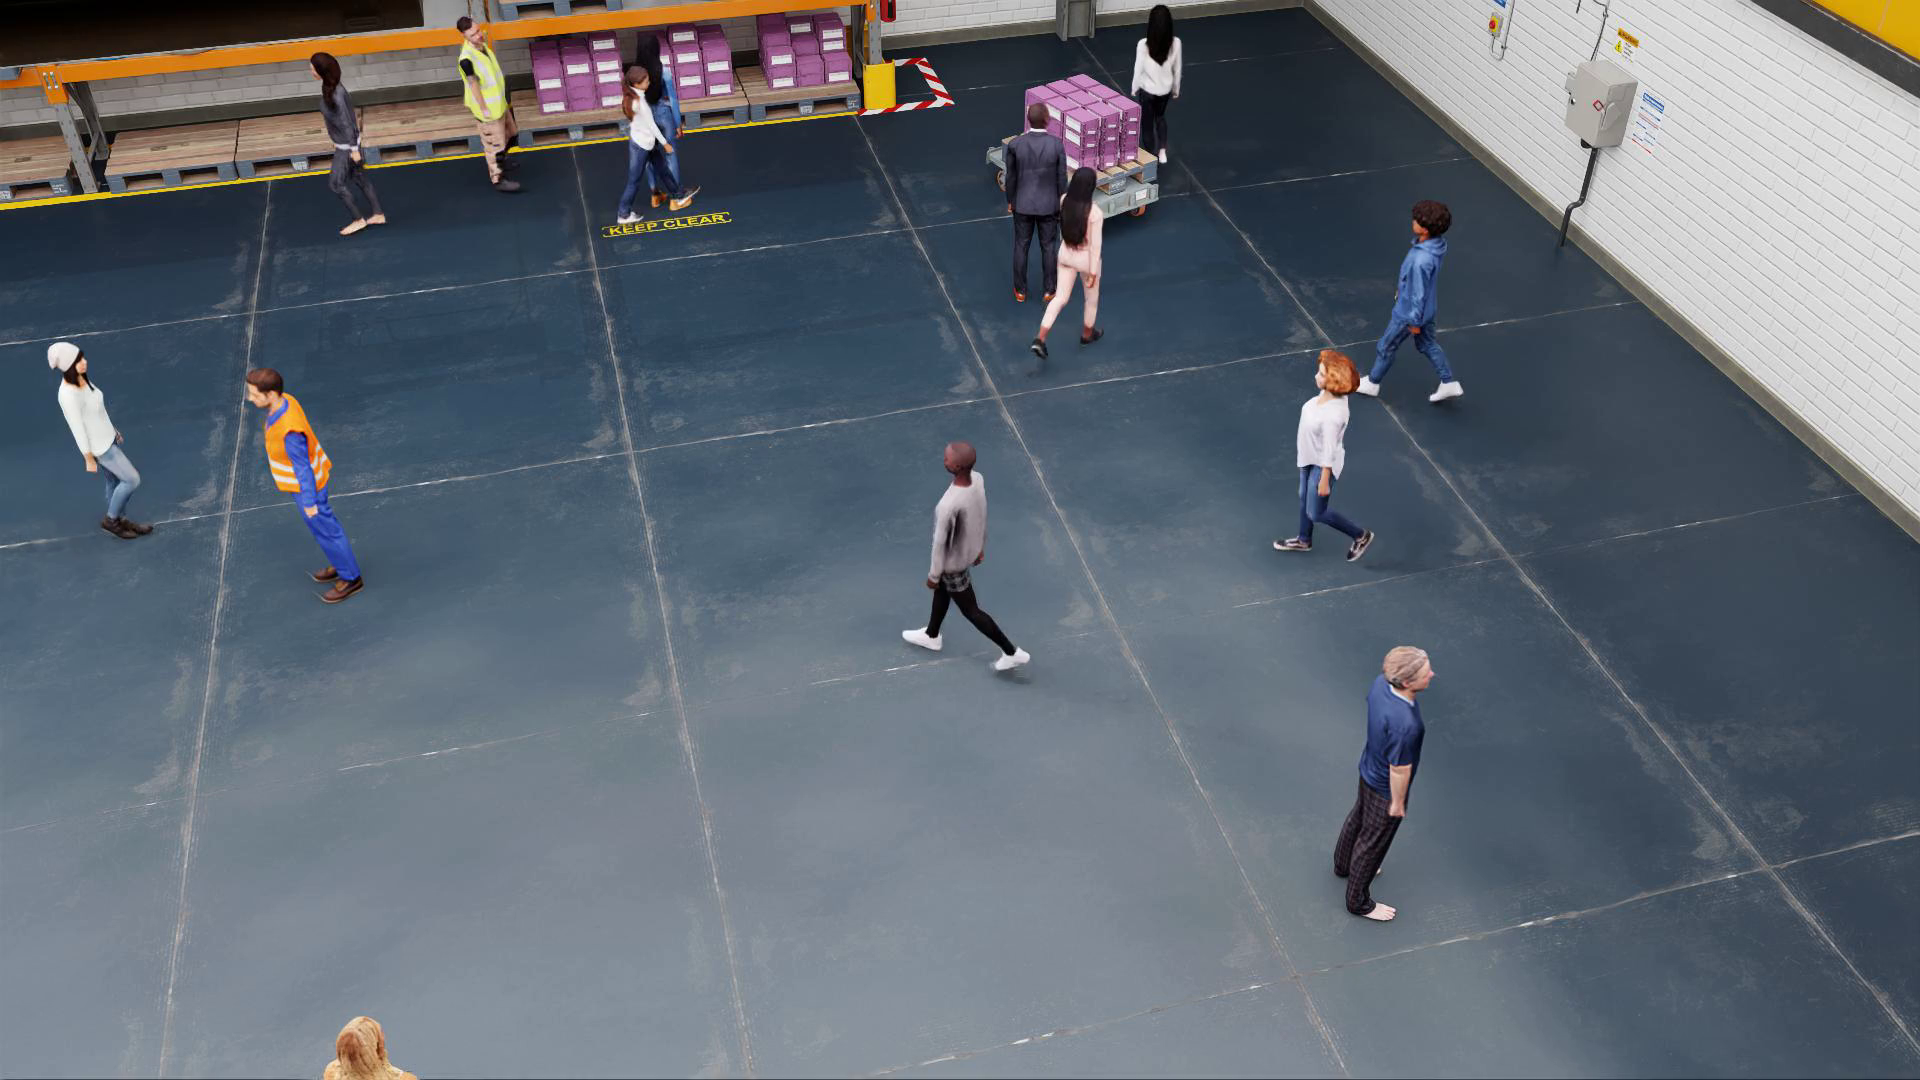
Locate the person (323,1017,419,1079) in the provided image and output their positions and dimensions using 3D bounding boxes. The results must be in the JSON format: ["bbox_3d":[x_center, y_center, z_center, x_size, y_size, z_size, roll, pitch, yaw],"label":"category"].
[{"bbox_3d":[-2.534,2.782,7.285,1.061,1.778,1.048,12,40,14],"label":"person"}]

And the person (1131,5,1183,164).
[{"bbox_3d":[1.947,-4.379,16.321,0.520,1.692,0.676,-12,40,-14],"label":"person"}]

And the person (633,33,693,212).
[{"bbox_3d":[-2.866,-3.968,15.791,0.669,1.712,0.750,16,41,19],"label":"person"}]

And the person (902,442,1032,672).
[{"bbox_3d":[0.074,0.153,10.609,1.222,1.739,1.095,15,41,18],"label":"person"}]

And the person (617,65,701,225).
[{"bbox_3d":[-3.051,-3.649,15.553,1.106,1.509,0.631,-18,42,-21],"label":"person"}]

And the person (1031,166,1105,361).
[{"bbox_3d":[0.905,-2.233,13.630,1.014,1.696,1.187,29,47,31],"label":"person"}]

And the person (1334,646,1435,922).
[{"bbox_3d":[2.313,1.296,9.071,0.638,1.871,0.712,0,39,0],"label":"person"}]

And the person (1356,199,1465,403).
[{"bbox_3d":[3.667,-1.823,13.048,1.235,1.781,1.151,19,42,22],"label":"person"}]

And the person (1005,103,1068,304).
[{"bbox_3d":[0.661,-2.896,14.359,0.710,1.823,0.841,7,39,9],"label":"person"}]

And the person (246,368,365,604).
[{"bbox_3d":[-4.394,-0.387,11.191,0.695,1.855,0.736,-20,43,-23],"label":"person"}]

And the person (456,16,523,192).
[{"bbox_3d":[-4.522,-4.202,16.008,0.823,1.805,0.945,-7,39,-8],"label":"person"}]

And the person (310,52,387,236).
[{"bbox_3d":[-5.598,-3.688,15.406,0.733,1.754,0.714,-16,41,-19],"label":"person"}]

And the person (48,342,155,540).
[{"bbox_3d":[-6.153,-0.679,11.731,0.599,1.637,0.573,-11,40,-13],"label":"person"}]

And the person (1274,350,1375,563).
[{"bbox_3d":[2.608,-0.551,11.529,0.997,1.690,0.832,4,39,5],"label":"person"}]
